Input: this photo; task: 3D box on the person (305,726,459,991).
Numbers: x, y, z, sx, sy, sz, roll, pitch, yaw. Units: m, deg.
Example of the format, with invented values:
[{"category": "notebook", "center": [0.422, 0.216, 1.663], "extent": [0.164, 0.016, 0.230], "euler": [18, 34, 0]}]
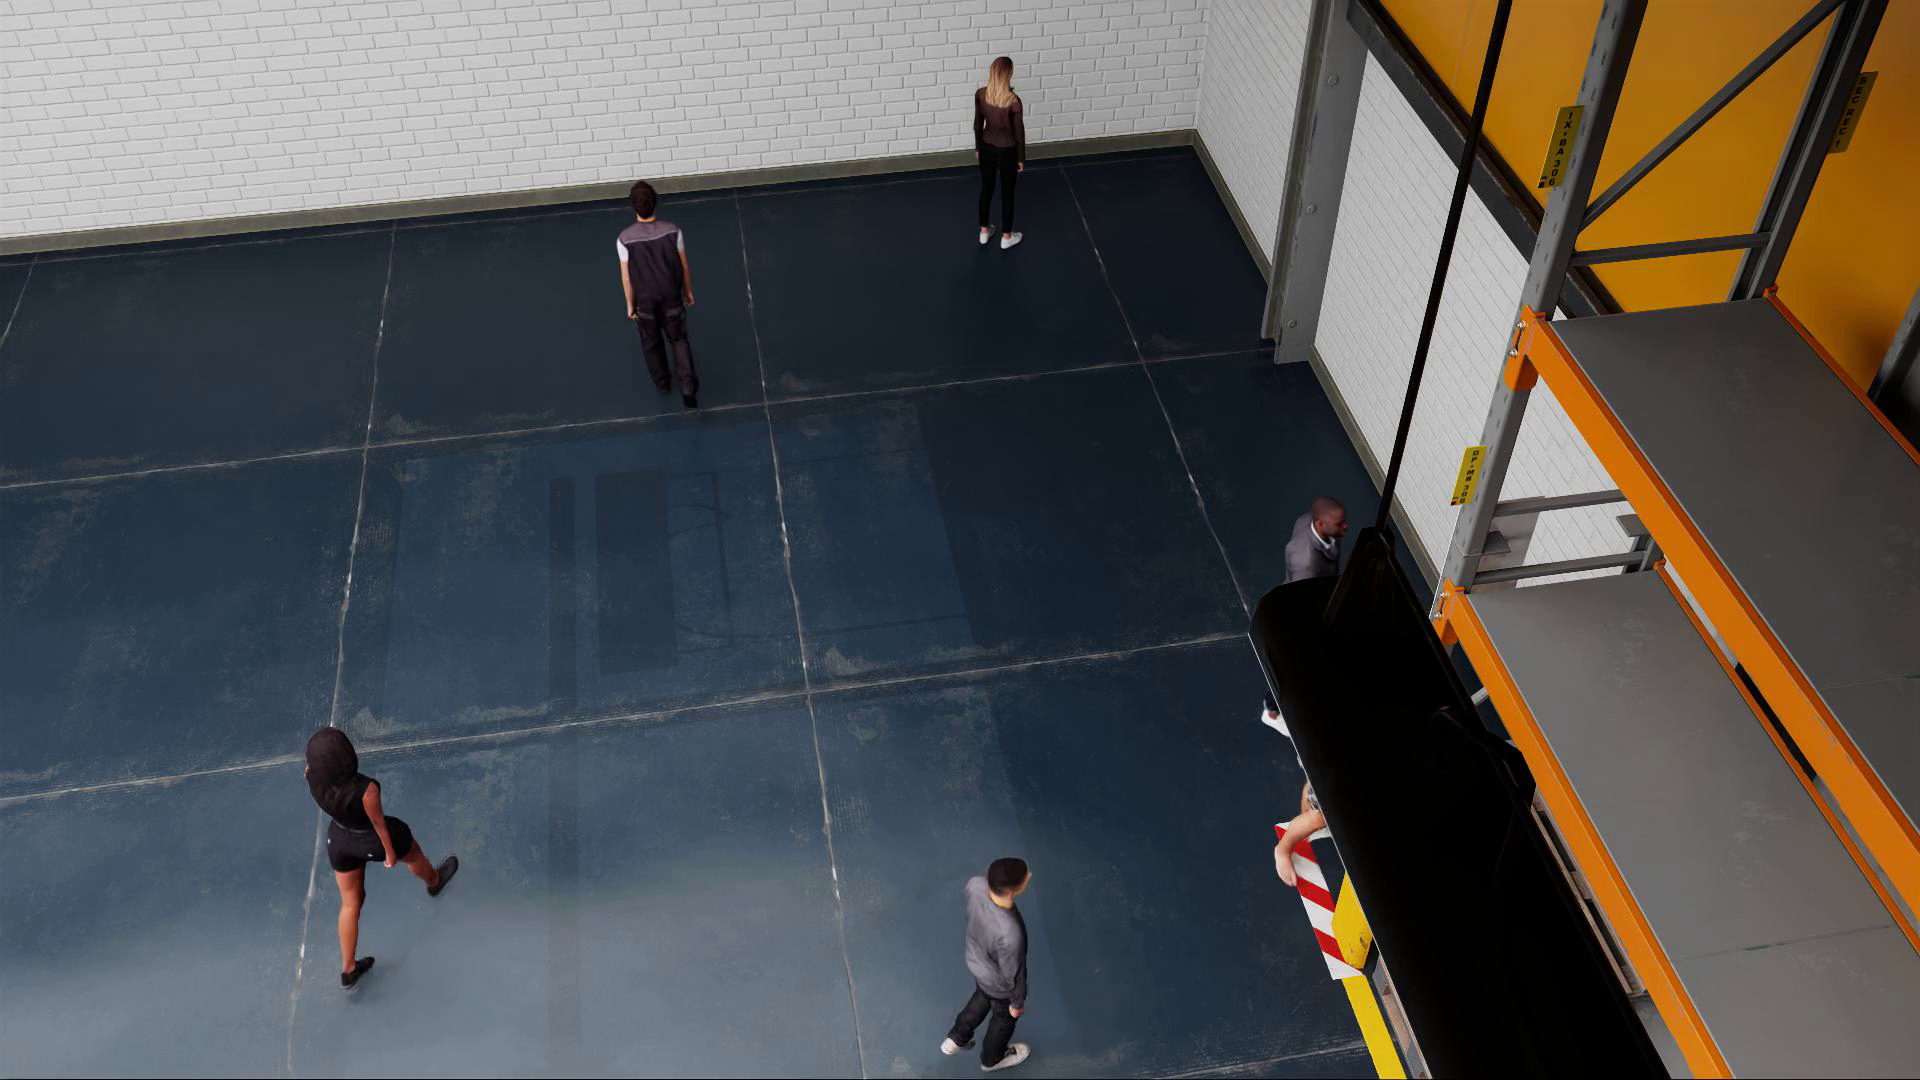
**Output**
[{"category": "person", "center": [-3.181, 1.673, 8.753], "extent": [0.990, 1.694, 1.275], "euler": [12, 45, 12]}]

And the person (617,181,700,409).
[{"category": "person", "center": [-2.208, -1.735, 12.230], "extent": [0.755, 1.830, 1.021], "euler": [-14, 45, -14]}]

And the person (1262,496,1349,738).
[{"category": "person", "center": [2.054, 0.421, 9.978], "extent": [0.868, 1.815, 0.727], "euler": [15, 46, 15]}]

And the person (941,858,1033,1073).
[{"category": "person", "center": [0.113, 2.144, 8.216], "extent": [0.796, 1.751, 0.739], "euler": [-21, 48, -21]}]

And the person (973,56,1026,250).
[{"category": "person", "center": [0.319, -3.233, 13.896], "extent": [0.674, 1.703, 0.712], "euler": [22, 48, 21]}]
